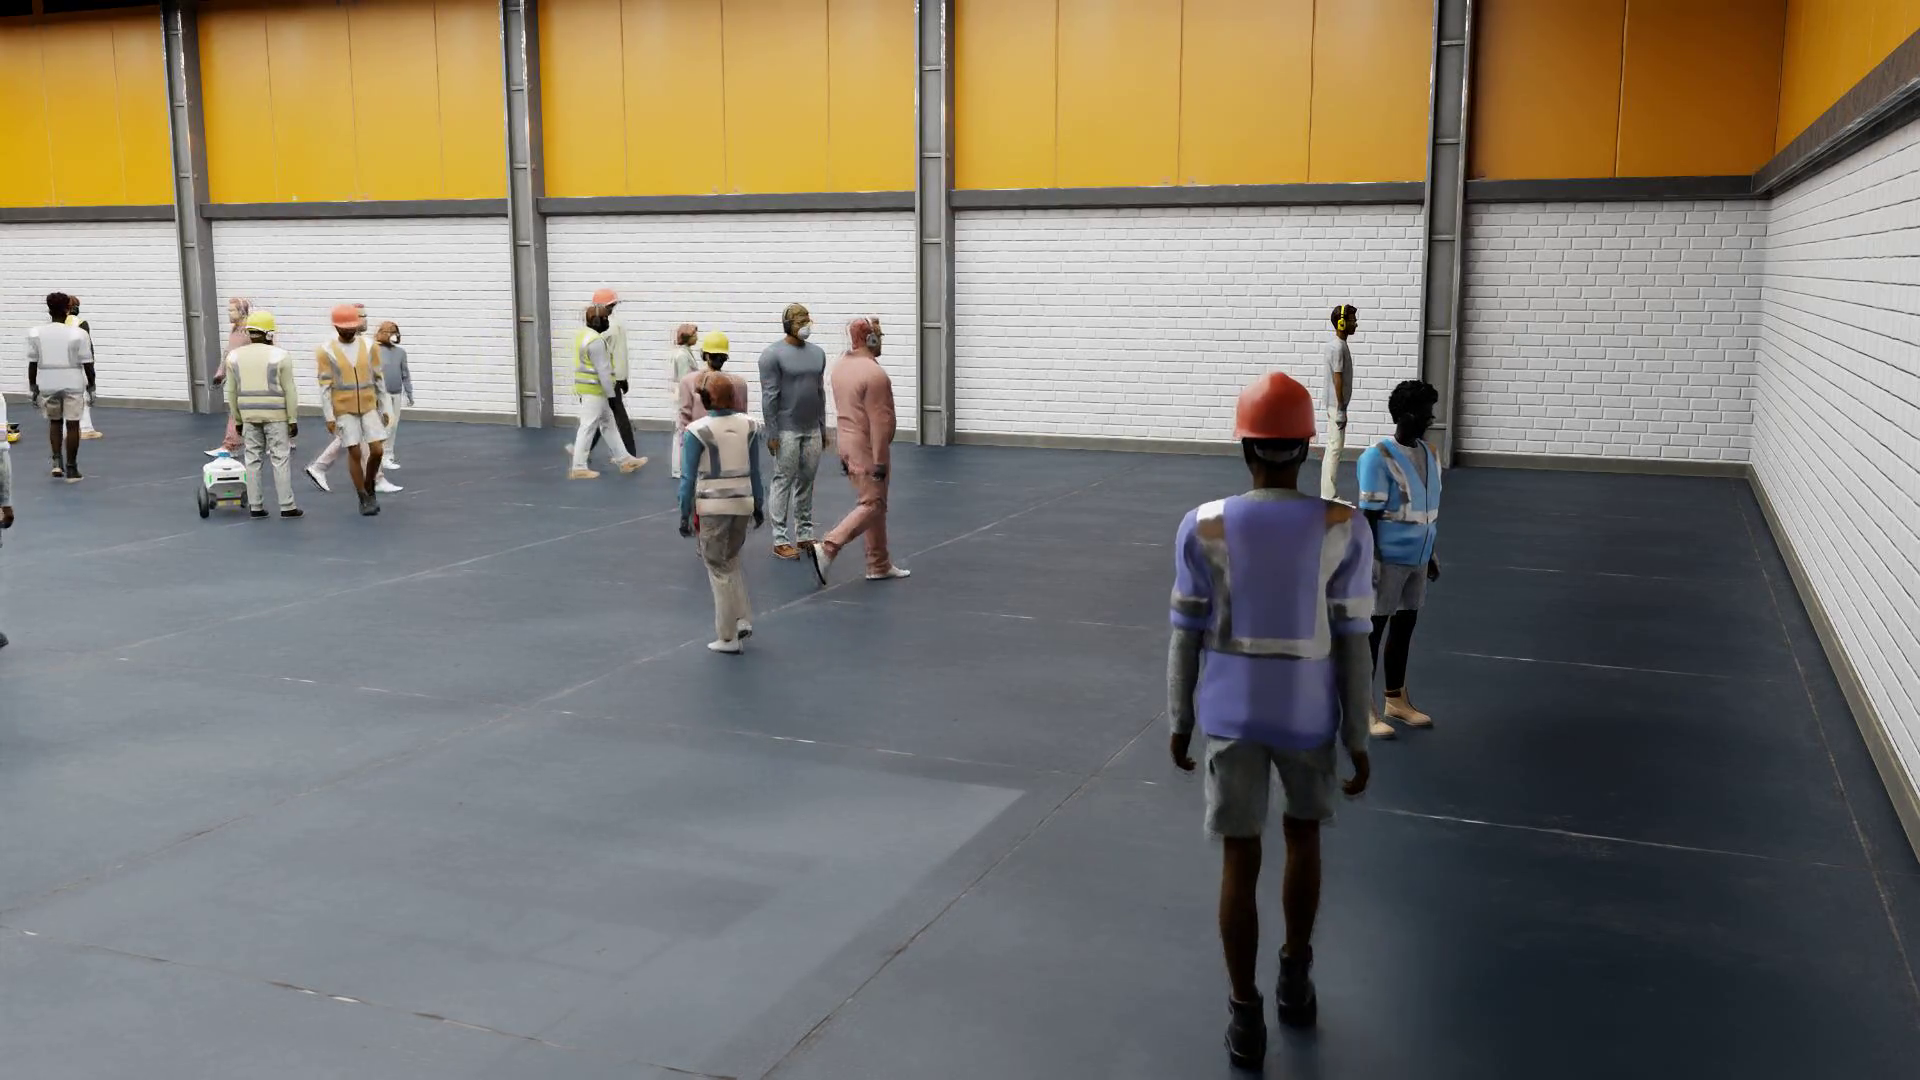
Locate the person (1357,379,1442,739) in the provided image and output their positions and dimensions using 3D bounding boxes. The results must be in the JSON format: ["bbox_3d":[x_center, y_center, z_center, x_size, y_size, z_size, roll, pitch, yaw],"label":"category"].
[{"bbox_3d":[2.082,0.083,7.889,0.529,1.692,0.321,-7,12,-38],"label":"person"}]

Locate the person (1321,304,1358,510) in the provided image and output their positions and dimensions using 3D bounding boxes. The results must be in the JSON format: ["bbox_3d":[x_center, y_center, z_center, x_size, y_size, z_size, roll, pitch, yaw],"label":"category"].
[{"bbox_3d":[3.468,-1.201,15.167,0.320,1.861,0.533,1,9,6],"label":"person"}]

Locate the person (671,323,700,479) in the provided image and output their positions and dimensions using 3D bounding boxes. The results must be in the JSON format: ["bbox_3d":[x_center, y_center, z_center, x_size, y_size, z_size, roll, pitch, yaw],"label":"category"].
[{"bbox_3d":[-2.764,-1.435,17.304,0.568,1.619,0.538,0,9,-3],"label":"person"}]

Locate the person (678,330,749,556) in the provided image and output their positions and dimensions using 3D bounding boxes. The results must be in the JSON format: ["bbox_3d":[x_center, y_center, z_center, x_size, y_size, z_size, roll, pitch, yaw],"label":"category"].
[{"bbox_3d":[-1.818,-0.682,12.337,0.535,1.746,0.391,-3,10,-16],"label":"person"}]

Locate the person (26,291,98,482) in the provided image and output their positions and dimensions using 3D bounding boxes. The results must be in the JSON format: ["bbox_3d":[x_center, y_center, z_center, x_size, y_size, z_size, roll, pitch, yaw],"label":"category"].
[{"bbox_3d":[-9.231,-1.573,17.129,0.632,1.949,0.530,-2,10,-12],"label":"person"}]

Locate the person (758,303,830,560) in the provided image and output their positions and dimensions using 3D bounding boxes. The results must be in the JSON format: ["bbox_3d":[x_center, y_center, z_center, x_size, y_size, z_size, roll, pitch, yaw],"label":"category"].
[{"bbox_3d":[-1.240,-0.825,12.651,0.372,1.940,0.630,8,12,40],"label":"person"}]

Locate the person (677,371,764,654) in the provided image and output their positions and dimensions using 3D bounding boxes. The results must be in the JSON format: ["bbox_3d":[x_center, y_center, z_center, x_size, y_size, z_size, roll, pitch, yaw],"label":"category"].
[{"bbox_3d":[-1.382,-0.158,9.547,0.443,1.620,0.541,9,13,44],"label":"person"}]

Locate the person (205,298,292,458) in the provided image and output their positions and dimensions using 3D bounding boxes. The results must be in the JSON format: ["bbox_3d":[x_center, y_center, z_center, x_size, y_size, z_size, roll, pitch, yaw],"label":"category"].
[{"bbox_3d":[-8.279,-1.880,19.334,1.017,1.852,0.644,-7,12,-37],"label":"person"}]

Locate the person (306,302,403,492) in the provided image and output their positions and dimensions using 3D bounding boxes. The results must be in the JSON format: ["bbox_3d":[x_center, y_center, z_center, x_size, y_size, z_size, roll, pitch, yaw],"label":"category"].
[{"bbox_3d":[-5.989,-1.389,16.284,0.868,1.876,0.637,-2,10,-12],"label":"person"}]

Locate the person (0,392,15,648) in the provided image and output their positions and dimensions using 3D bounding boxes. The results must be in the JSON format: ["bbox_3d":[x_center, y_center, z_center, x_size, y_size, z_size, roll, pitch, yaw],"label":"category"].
[{"bbox_3d":[-5.616,-0.259,9.313,0.551,1.913,0.749,-3,10,-17],"label":"person"}]

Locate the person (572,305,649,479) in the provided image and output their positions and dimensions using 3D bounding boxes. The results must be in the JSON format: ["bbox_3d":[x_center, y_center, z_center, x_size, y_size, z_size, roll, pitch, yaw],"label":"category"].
[{"bbox_3d":[-3.697,-1.549,17.455,0.896,1.799,0.642,-4,10,-21],"label":"person"}]

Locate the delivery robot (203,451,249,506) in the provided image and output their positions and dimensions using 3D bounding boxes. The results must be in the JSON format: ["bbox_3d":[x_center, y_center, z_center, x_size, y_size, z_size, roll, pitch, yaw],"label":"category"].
[{"bbox_3d":[-6.597,-0.559,14.940,0.477,0.478,0.707,-5,10,-27],"label":"delivery robot"}]

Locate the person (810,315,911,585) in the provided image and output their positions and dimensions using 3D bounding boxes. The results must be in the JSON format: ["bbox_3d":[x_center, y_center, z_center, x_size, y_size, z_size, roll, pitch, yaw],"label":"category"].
[{"bbox_3d":[-0.695,-0.612,11.534,0.774,1.883,0.645,-5,11,-29],"label":"person"}]

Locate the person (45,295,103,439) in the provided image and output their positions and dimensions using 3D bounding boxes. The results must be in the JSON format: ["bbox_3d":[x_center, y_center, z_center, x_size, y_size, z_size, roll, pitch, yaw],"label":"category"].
[{"bbox_3d":[-11.382,-2.214,21.361,0.634,1.841,0.429,2,10,13],"label":"person"}]

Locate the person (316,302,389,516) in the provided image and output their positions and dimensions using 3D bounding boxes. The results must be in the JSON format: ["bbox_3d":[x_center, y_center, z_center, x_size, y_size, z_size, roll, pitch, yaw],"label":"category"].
[{"bbox_3d":[-5.335,-1.149,14.695,0.593,1.905,0.431,-7,11,-35],"label":"person"}]

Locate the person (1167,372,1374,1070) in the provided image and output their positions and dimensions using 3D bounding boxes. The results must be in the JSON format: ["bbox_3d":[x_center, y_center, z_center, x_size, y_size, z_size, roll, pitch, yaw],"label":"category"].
[{"bbox_3d":[0.880,0.484,4.765,0.568,1.914,0.754,2,10,11],"label":"person"}]

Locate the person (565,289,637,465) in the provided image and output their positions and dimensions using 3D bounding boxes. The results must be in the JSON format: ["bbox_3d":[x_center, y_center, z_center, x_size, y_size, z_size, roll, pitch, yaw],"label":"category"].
[{"bbox_3d":[-4.041,-1.812,18.569,0.962,1.951,0.647,1,9,9],"label":"person"}]

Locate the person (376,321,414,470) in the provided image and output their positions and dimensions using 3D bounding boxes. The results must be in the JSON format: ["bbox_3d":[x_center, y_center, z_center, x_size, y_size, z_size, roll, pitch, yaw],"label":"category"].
[{"bbox_3d":[-6.176,-1.567,18.093,0.515,1.610,0.538,6,11,33],"label":"person"}]

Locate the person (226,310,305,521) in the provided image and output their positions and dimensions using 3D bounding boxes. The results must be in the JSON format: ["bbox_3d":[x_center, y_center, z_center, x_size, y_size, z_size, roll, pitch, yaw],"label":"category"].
[{"bbox_3d":[-6.049,-1.077,14.494,0.591,1.833,0.404,1,9,4],"label":"person"}]

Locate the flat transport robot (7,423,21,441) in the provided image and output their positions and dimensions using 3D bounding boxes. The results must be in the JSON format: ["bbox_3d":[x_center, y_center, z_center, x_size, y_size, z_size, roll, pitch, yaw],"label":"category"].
[{"bbox_3d":[-12.549,-1.324,20.711,1.431,0.197,0.652,-4,10,-24],"label":"flat transport robot"}]
